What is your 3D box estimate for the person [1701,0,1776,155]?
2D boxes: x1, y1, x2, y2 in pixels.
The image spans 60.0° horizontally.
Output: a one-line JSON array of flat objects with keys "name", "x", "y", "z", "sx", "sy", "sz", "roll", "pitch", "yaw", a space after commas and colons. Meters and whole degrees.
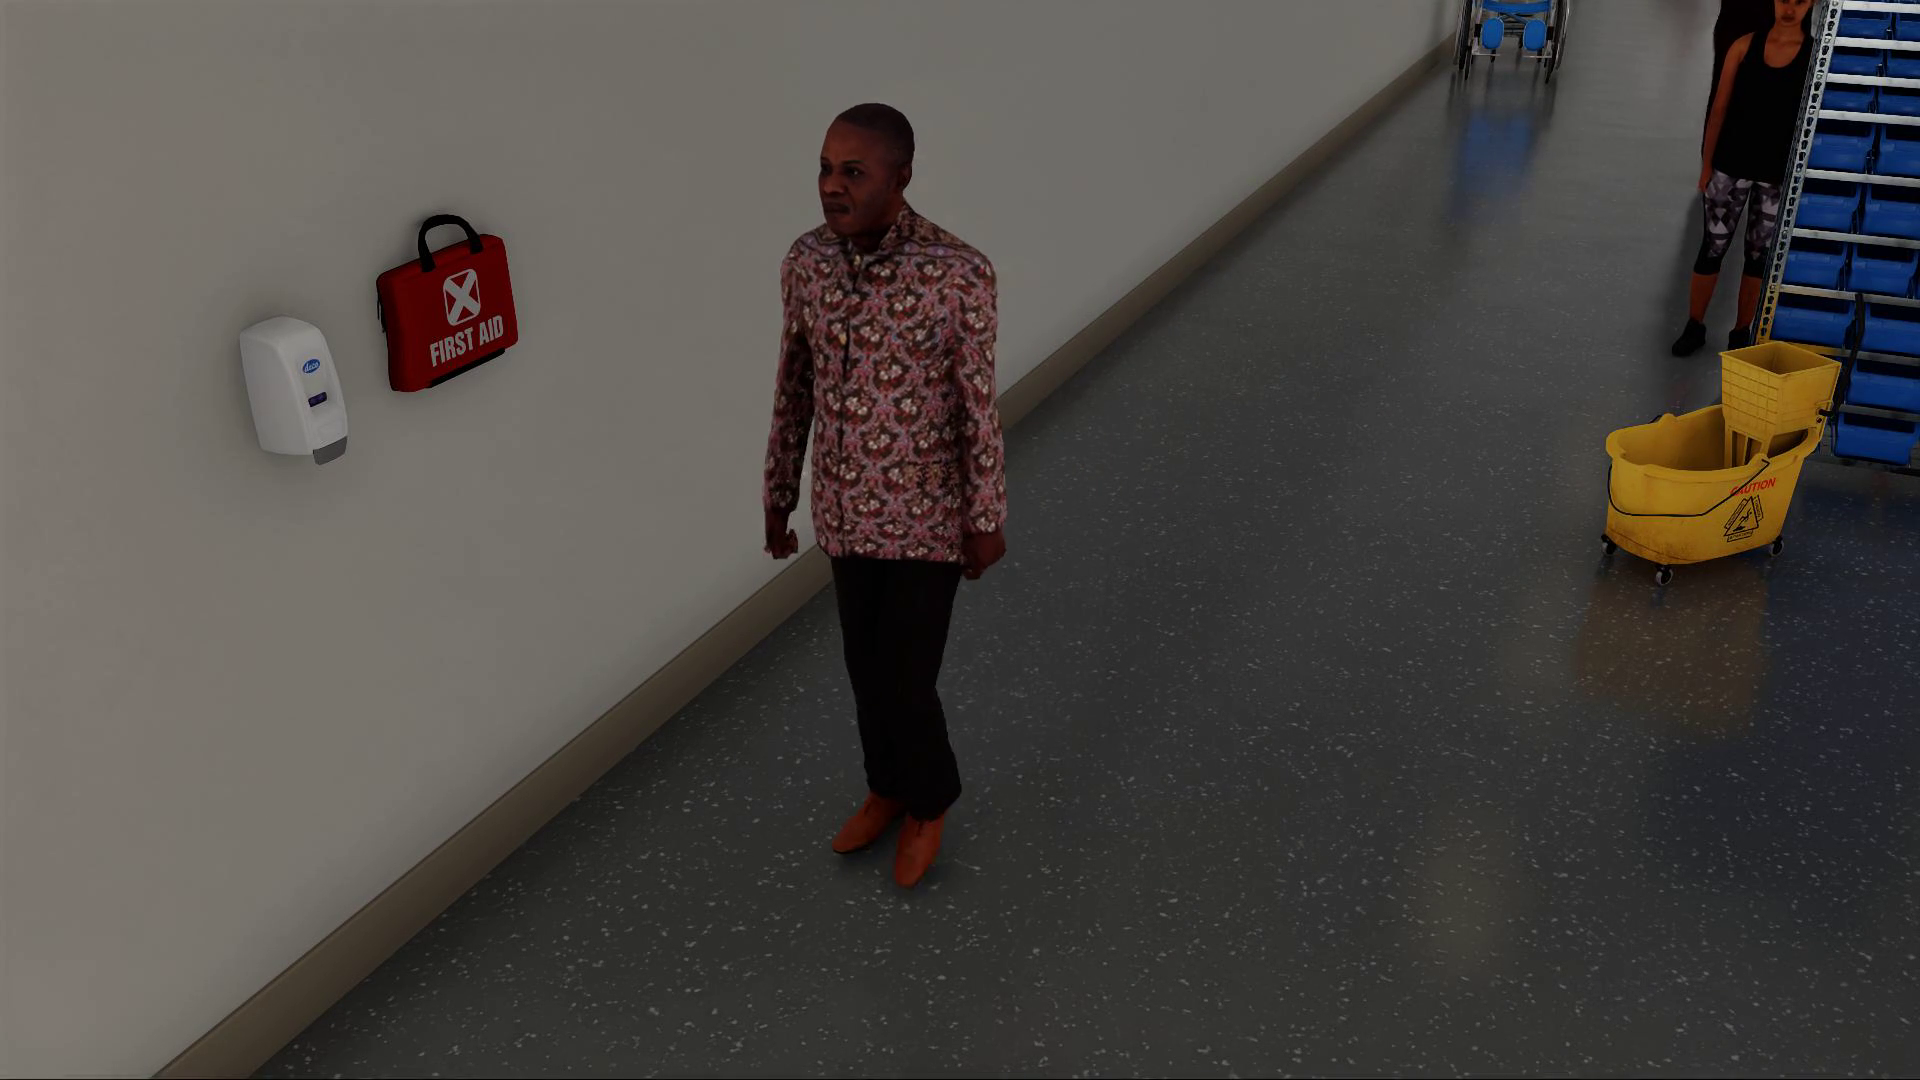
[{"name": "person", "x": 4.754, "y": -3.035, "z": 9.987, "sx": 1.074, "sy": 1.708, "sz": 0.899, "roll": 19, "pitch": 32, "yaw": 34}]

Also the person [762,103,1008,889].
[{"name": "person", "x": -0.111, "y": -0.092, "z": 3.792, "sx": 0.596, "sy": 1.789, "sz": 0.797, "roll": 15, "pitch": 29, "yaw": 27}]

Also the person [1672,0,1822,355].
[{"name": "person", "x": 3.369, "y": -1.593, "z": 7.038, "sx": 0.436, "sy": 1.672, "sz": 0.635, "roll": 12, "pitch": 28, "yaw": 24}]
